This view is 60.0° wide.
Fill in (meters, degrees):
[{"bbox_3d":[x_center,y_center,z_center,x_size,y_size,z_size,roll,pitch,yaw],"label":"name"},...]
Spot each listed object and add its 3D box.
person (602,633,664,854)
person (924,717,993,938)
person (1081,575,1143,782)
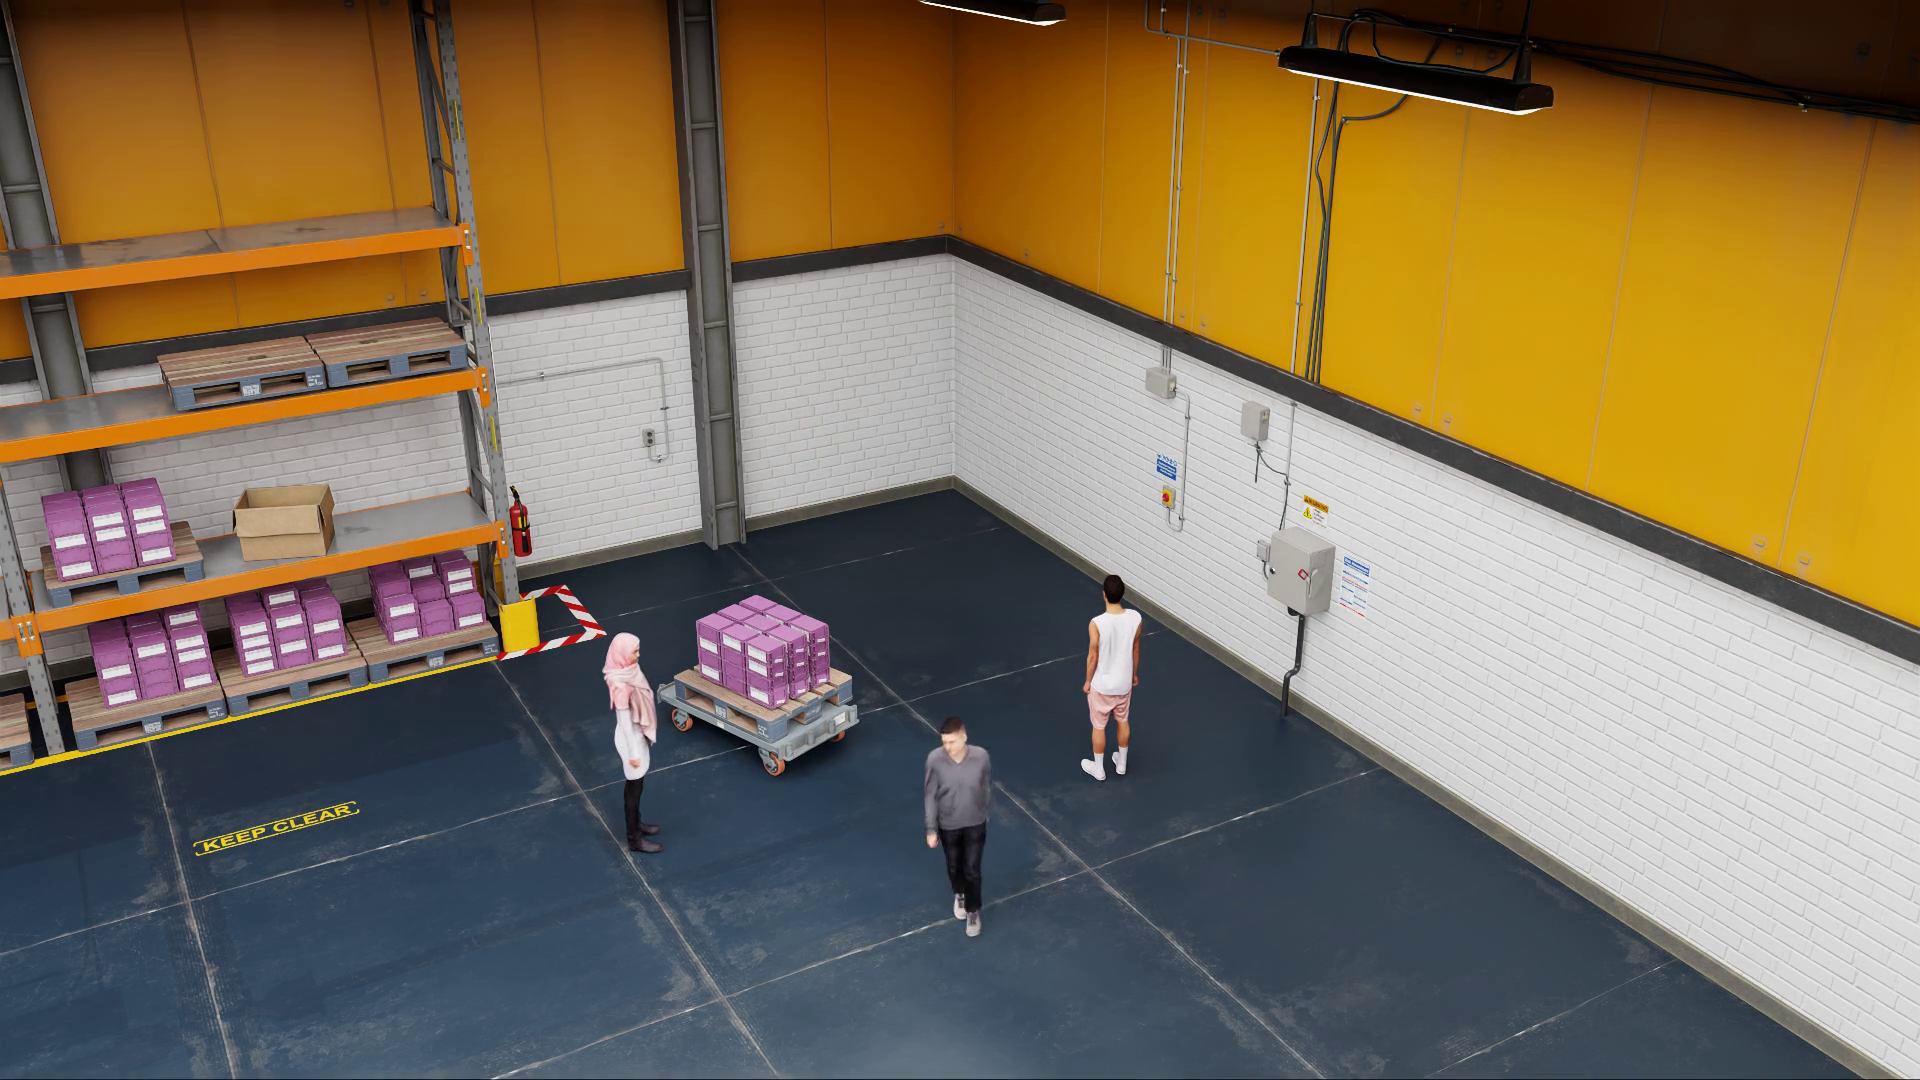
[{"bbox_3d":[-2.498,1.529,12.641,0.713,1.804,0.713,-4,24,-8],"label":"person"},{"bbox_3d":[0.021,1.948,11.771,0.839,1.732,0.877,-3,24,-7],"label":"person"},{"bbox_3d":[1.232,1.126,13.582,0.540,1.788,0.730,-9,25,-20],"label":"person"}]
